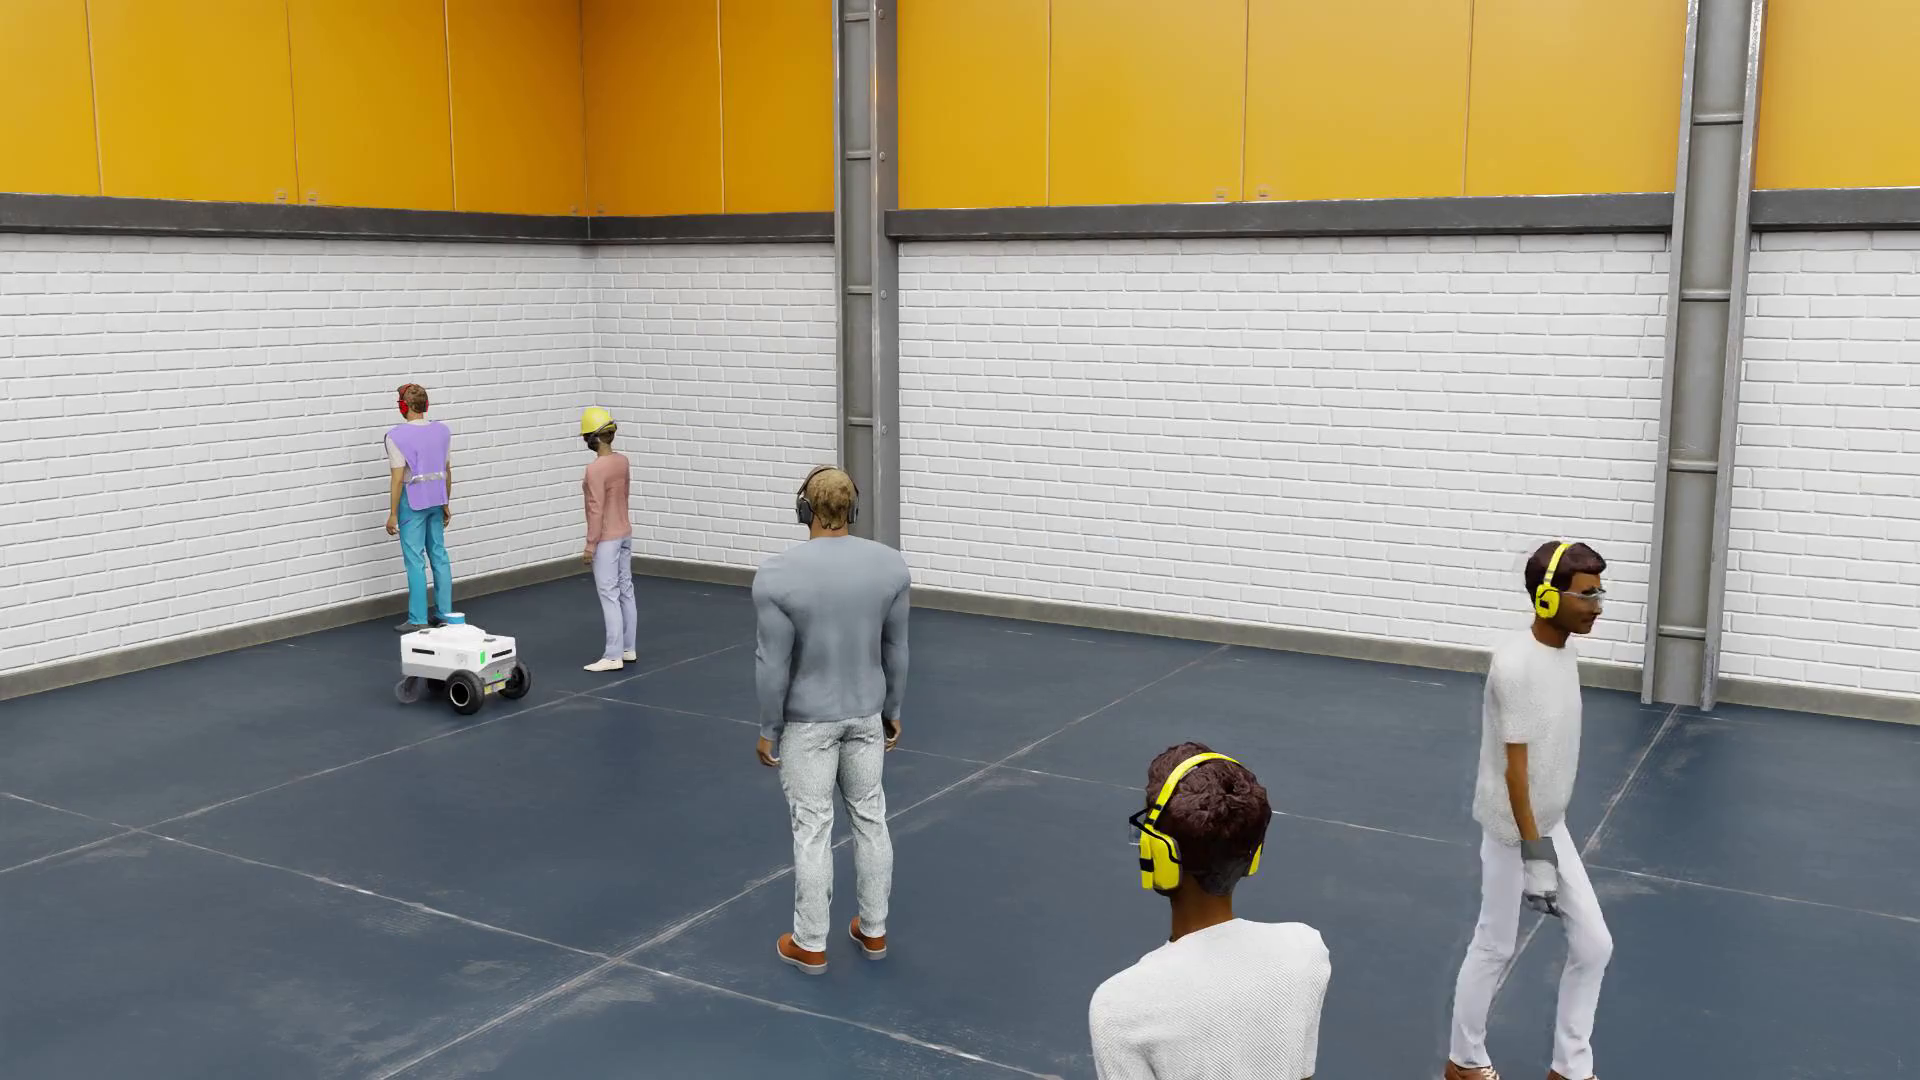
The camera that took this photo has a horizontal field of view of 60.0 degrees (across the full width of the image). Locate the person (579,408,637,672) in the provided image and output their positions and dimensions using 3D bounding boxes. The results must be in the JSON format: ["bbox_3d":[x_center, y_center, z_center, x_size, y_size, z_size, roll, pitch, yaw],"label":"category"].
[{"bbox_3d":[-2.368,0.000,11.103,0.327,1.761,0.522,2,9,14],"label":"person"}]

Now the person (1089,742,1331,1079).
[{"bbox_3d":[0.400,1.262,2.875,0.508,1.872,0.329,-6,11,-35],"label":"person"}]

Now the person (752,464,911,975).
[{"bbox_3d":[-0.489,0.677,6.318,0.631,1.940,0.372,-5,10,-28],"label":"person"}]

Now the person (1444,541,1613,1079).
[{"bbox_3d":[1.830,0.924,5.103,0.512,1.840,0.730,-8,12,-42],"label":"person"}]

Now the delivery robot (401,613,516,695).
[{"bbox_3d":[-3.088,0.693,10.226,0.707,0.478,0.477,4,10,26],"label":"delivery robot"}]

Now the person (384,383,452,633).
[{"bbox_3d":[-3.970,-0.230,12.262,0.376,1.844,0.572,5,10,29],"label":"person"}]
